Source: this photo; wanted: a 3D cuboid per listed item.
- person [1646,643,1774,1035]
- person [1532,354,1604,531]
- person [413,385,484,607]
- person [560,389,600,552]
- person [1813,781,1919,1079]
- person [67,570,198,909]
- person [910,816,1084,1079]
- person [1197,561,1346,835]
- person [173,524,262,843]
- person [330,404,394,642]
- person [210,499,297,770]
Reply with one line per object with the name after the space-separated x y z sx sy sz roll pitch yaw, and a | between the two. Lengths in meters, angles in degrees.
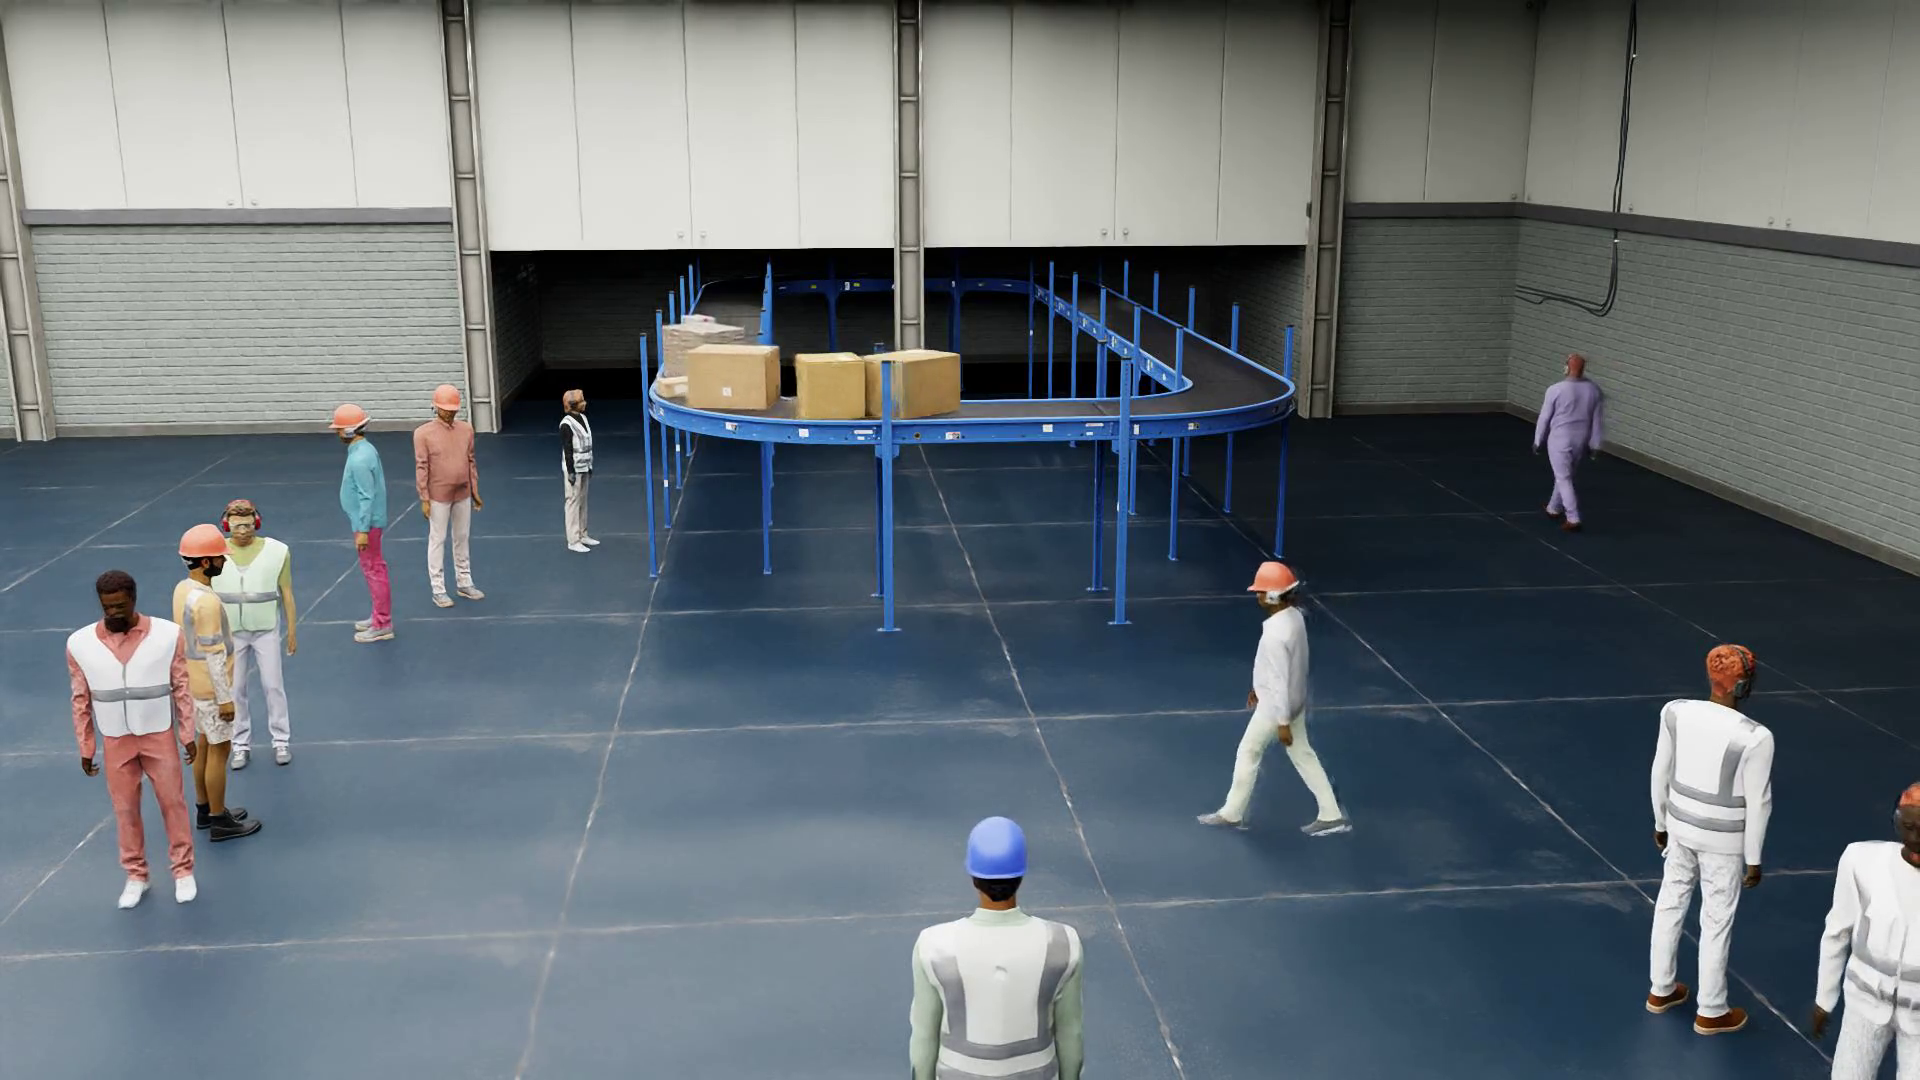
3.534 1.402 7.865 0.357 1.884 0.574 -9 16 -31 | person
6.489 -1.052 17.756 0.653 1.872 0.985 -3 14 -12 | person
-4.560 -0.405 14.888 0.393 1.985 0.610 11 18 38 | person
-3.859 -0.707 16.787 0.306 1.645 0.522 2 14 7 | person
3.563 1.792 6.313 0.586 1.883 0.350 12 18 40 | person
-4.513 1.074 9.133 0.598 1.910 0.402 -5 15 -18 | person
0.129 1.895 5.796 0.603 1.938 0.424 -1 14 -5 | person
1.937 0.960 9.994 0.870 1.710 0.544 7 16 26 | person
-4.475 0.853 9.985 0.384 1.930 0.540 -10 17 -35 | person
-4.964 -0.147 13.840 0.393 1.990 0.616 -4 15 -15 | person
-4.738 0.614 11.123 0.573 1.833 0.395 -4 15 -16 | person
